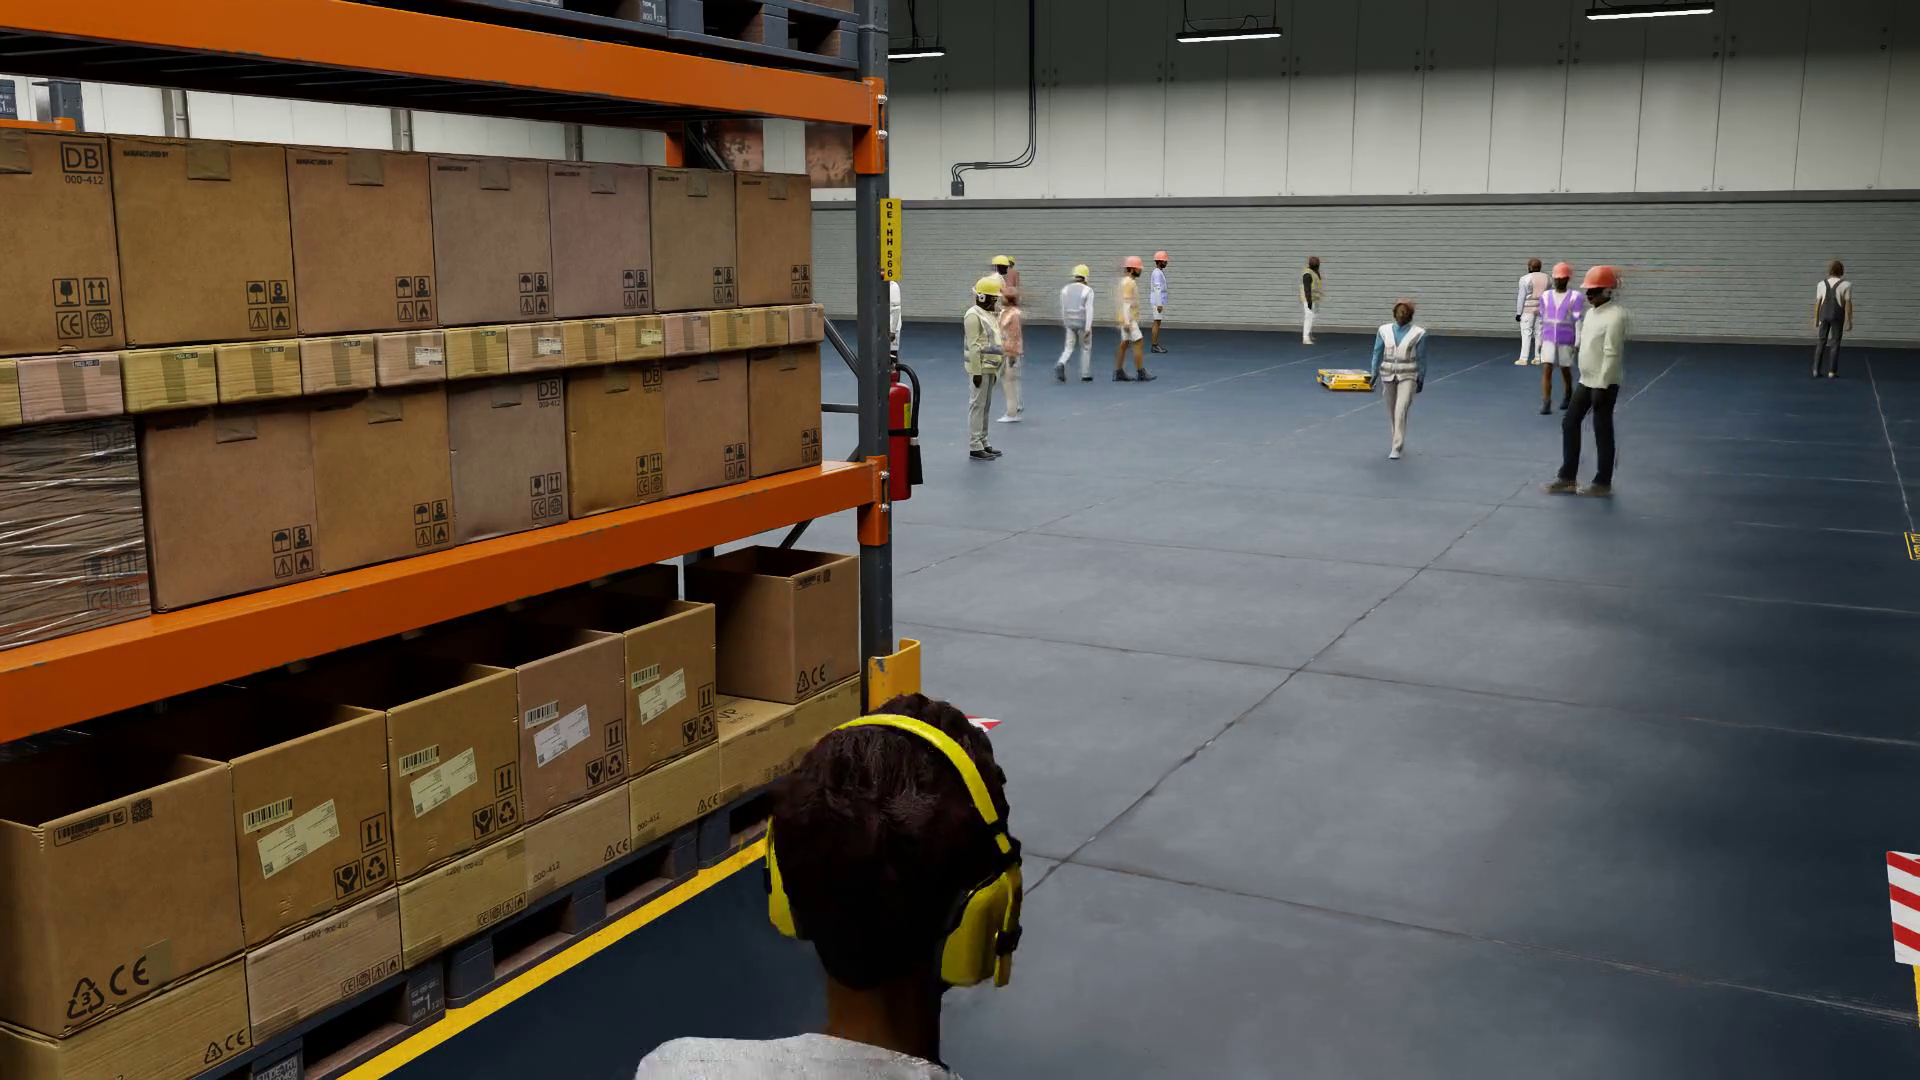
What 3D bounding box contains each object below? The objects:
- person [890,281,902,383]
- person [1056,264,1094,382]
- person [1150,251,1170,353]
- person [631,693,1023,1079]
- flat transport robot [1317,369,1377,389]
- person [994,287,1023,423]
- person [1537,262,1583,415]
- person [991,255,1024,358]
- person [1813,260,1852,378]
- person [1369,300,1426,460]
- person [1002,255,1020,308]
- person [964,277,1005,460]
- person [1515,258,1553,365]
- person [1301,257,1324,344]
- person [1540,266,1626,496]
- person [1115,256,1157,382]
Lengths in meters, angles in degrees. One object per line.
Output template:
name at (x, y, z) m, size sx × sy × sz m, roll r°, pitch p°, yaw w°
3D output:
person at (-1.006, -2.968, 23.218) m, size 0.375 × 1.934 × 0.547 m, roll -3°, pitch 11°, yaw -16°
person at (1.761, -3.275, 25.241) m, size 0.594 × 1.810 × 0.688 m, roll 7°, pitch 13°, yaw 35°
person at (3.812, -4.535, 31.757) m, size 0.355 × 1.938 × 0.545 m, roll 1°, pitch 10°, yaw 6°
person at (-0.094, 1.064, 1.479) m, size 0.520 × 1.854 × 0.646 m, roll 5°, pitch 11°, yaw 25°
flat transport robot at (5.717, -2.391, 24.609) m, size 0.652 × 0.197 × 1.431 m, roll 1°, pitch 10°, yaw 3°
person at (0.569, -2.215, 19.927) m, size 0.371 × 1.626 × 0.537 m, roll -3°, pitch 11°, yaw -17°
person at (7.595, -2.553, 21.036) m, size 0.550 × 1.913 × 0.866 m, roll 7°, pitch 12°, yaw 33°
person at (0.655, -4.280, 30.507) m, size 0.951 × 1.888 × 0.592 m, roll -1°, pitch 10°, yaw -4°
person at (13.769, -3.476, 26.234) m, size 0.365 × 1.843 × 0.514 m, roll -9°, pitch 14°, yaw -41°
person at (4.491, -1.656, 16.979) m, size 0.515 × 1.598 × 0.855 m, roll 6°, pitch 12°, yaw 31°
person at (1.175, -5.988, 40.247) m, size 0.538 × 1.793 × 0.453 m, roll 2°, pitch 11°, yaw 12°
person at (0.249, -1.723, 16.725) m, size 0.403 × 1.827 × 0.588 m, roll 3°, pitch 11°, yaw 16°
person at (9.902, -3.944, 28.792) m, size 0.628 × 1.846 × 0.429 m, roll -3°, pitch 11°, yaw -16°
person at (7.285, -4.939, 34.344) m, size 0.461 × 1.804 × 0.763 m, roll 6°, pitch 12°, yaw 30°
person at (5.341, -1.346, 14.238) m, size 0.676 × 1.976 × 0.653 m, roll -1°, pitch 10°, yaw -5°
person at (2.735, -3.369, 25.448) m, size 0.779 × 1.913 × 0.571 m, roll 1°, pitch 10°, yaw 6°
